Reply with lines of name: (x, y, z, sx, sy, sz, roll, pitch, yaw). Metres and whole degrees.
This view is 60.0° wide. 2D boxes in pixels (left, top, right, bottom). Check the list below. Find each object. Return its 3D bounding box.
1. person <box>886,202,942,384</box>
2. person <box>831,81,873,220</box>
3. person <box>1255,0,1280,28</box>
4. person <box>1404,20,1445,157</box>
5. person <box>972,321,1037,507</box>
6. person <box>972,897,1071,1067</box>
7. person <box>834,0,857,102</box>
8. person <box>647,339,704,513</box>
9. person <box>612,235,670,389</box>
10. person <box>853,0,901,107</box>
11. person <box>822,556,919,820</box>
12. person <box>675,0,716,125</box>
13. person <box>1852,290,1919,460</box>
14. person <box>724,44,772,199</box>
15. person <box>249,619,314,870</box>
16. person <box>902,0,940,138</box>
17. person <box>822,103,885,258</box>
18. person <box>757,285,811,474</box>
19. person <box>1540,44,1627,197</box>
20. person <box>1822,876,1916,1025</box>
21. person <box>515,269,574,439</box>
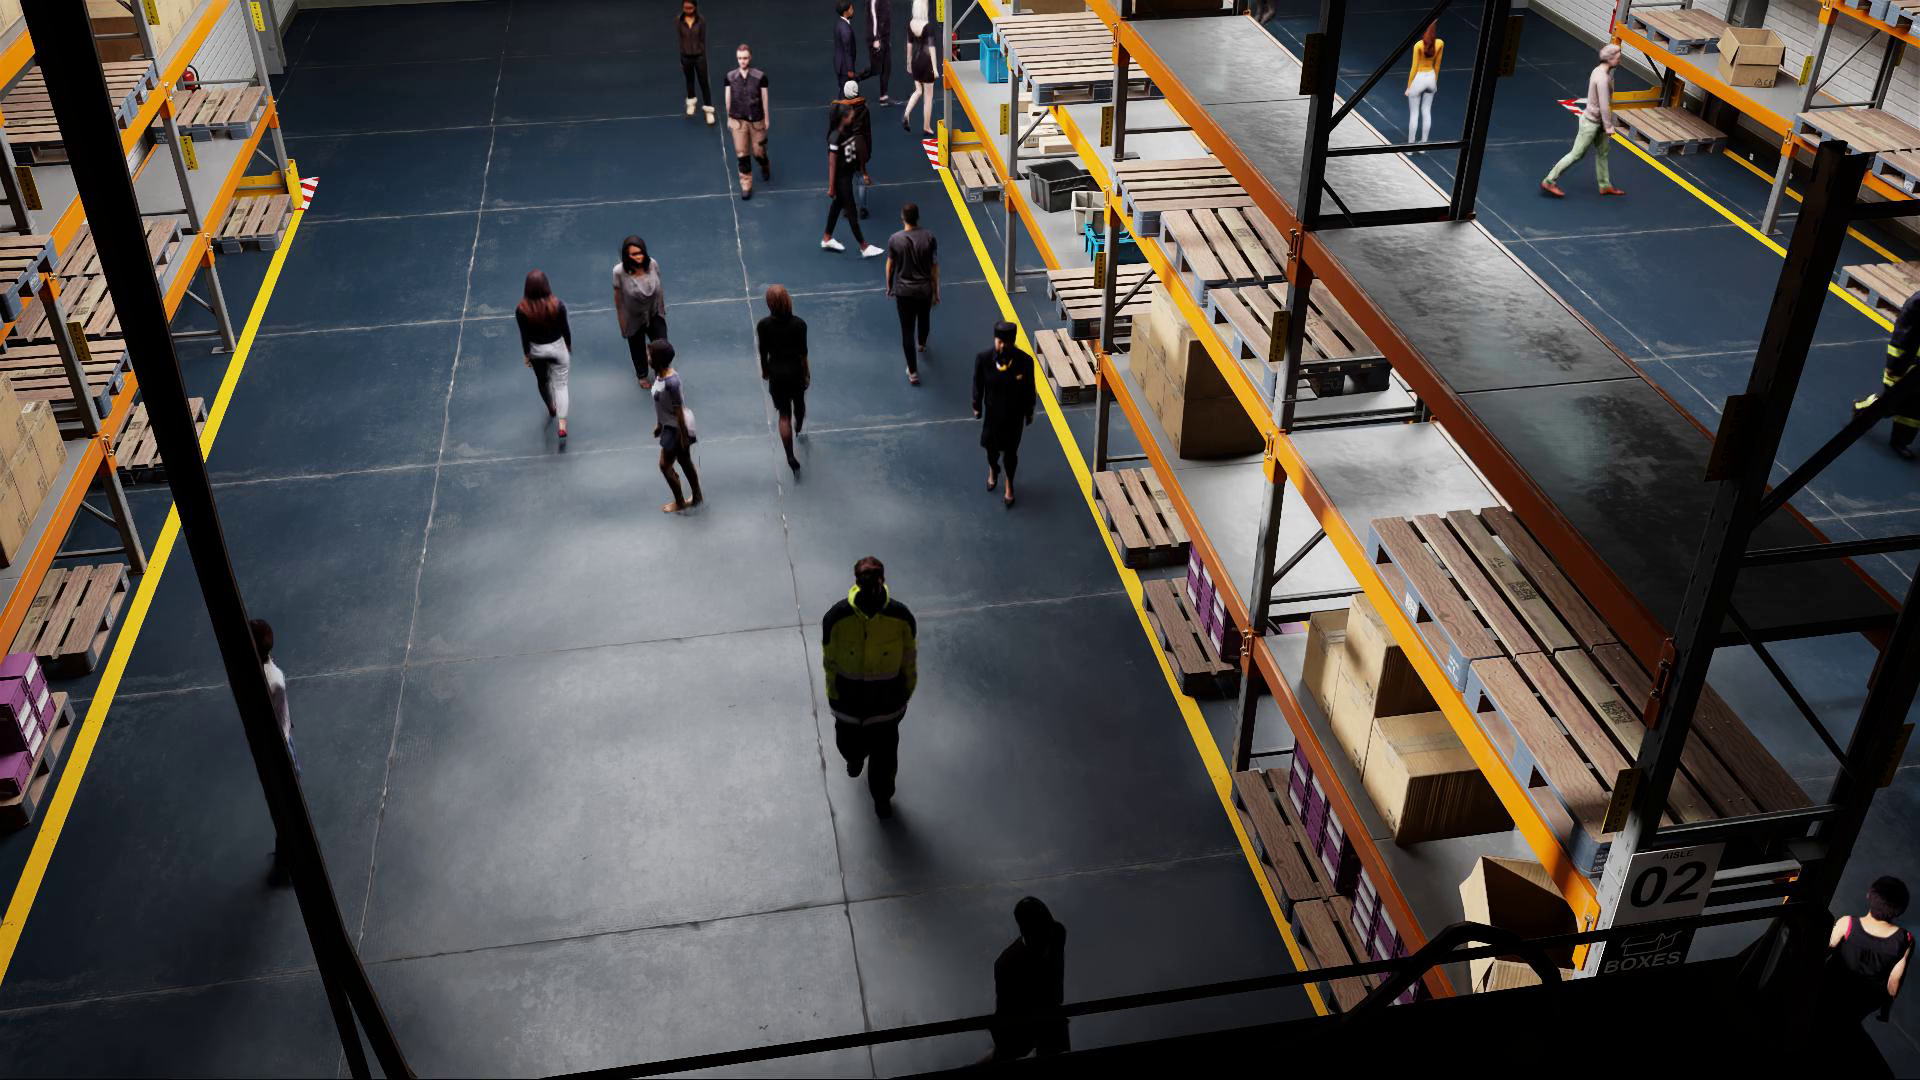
person: (-0.444, -2.335, 15.971, 0.698, 1.724, 1.082, -3, 34, -5)
person: (-1.255, -4.547, 19.380, 0.642, 1.634, 0.635, -1, 34, -2)
person: (4.521, -8.238, 24.930, 0.779, 1.637, 0.728, -23, 40, -30)
person: (5.874, -5.769, 21.115, 0.606, 1.748, 0.545, -9, 35, -13)
person: (0.389, -1.111, 14.179, 0.791, 1.669, 0.772, 5, 34, 7)
person: (0.288, 2.504, 8.667, 1.118, 1.749, 1.301, -28, 43, -36)
person: (-1.519, -6.219, 21.815, 0.707, 1.724, 0.487, -8, 34, -12)
person: (-2.357, -0.957, 14.063, 0.695, 1.540, 0.547, -16, 37, -23)
person: (-3.064, -2.206, 15.899, 0.742, 1.588, 0.773, -16, 37, -22)
person: (-1.206, -6.781, 22.585, 0.989, 1.806, 1.049, 7, 34, 11)
person: (-0.597, 0.900, 10.881, 0.775, 1.970, 0.847, -4, 34, -6)
person: (-3.553, -6.374, 22.117, 0.623, 1.645, 0.937, -4, 34, -6)
person: (8.494, -1.659, 14.851, 0.764, 1.838, 0.931, -8, 34, -12)
person: (-2.540, -5.070, 19.991, 0.791, 1.828, 0.960, 1, 34, 2)
person: (-4.366, 1.307, 10.519, 0.896, 1.693, 0.641, -7, 34, -11)
person: (-0.562, -6.097, 21.547, 0.907, 1.816, 0.864, -26, 42, -34)
person: (-1.383, -4.008, 18.494, 0.971, 1.717, 1.069, 9, 35, 14)
person: (-1.531, -1.367, 14.587, 0.693, 1.643, 1.125, 0, 34, 0)
person: (7.432, -4.939, 19.785, 1.140, 1.838, 1.266, 11, 35, 16)
person: (4.779, 2.465, 8.925, 0.843, 1.530, 0.976, 13, 36, 19)
person: (-3.726, -1.654, 15.085, 0.625, 1.571, 1.072, -7, 34, -10)
